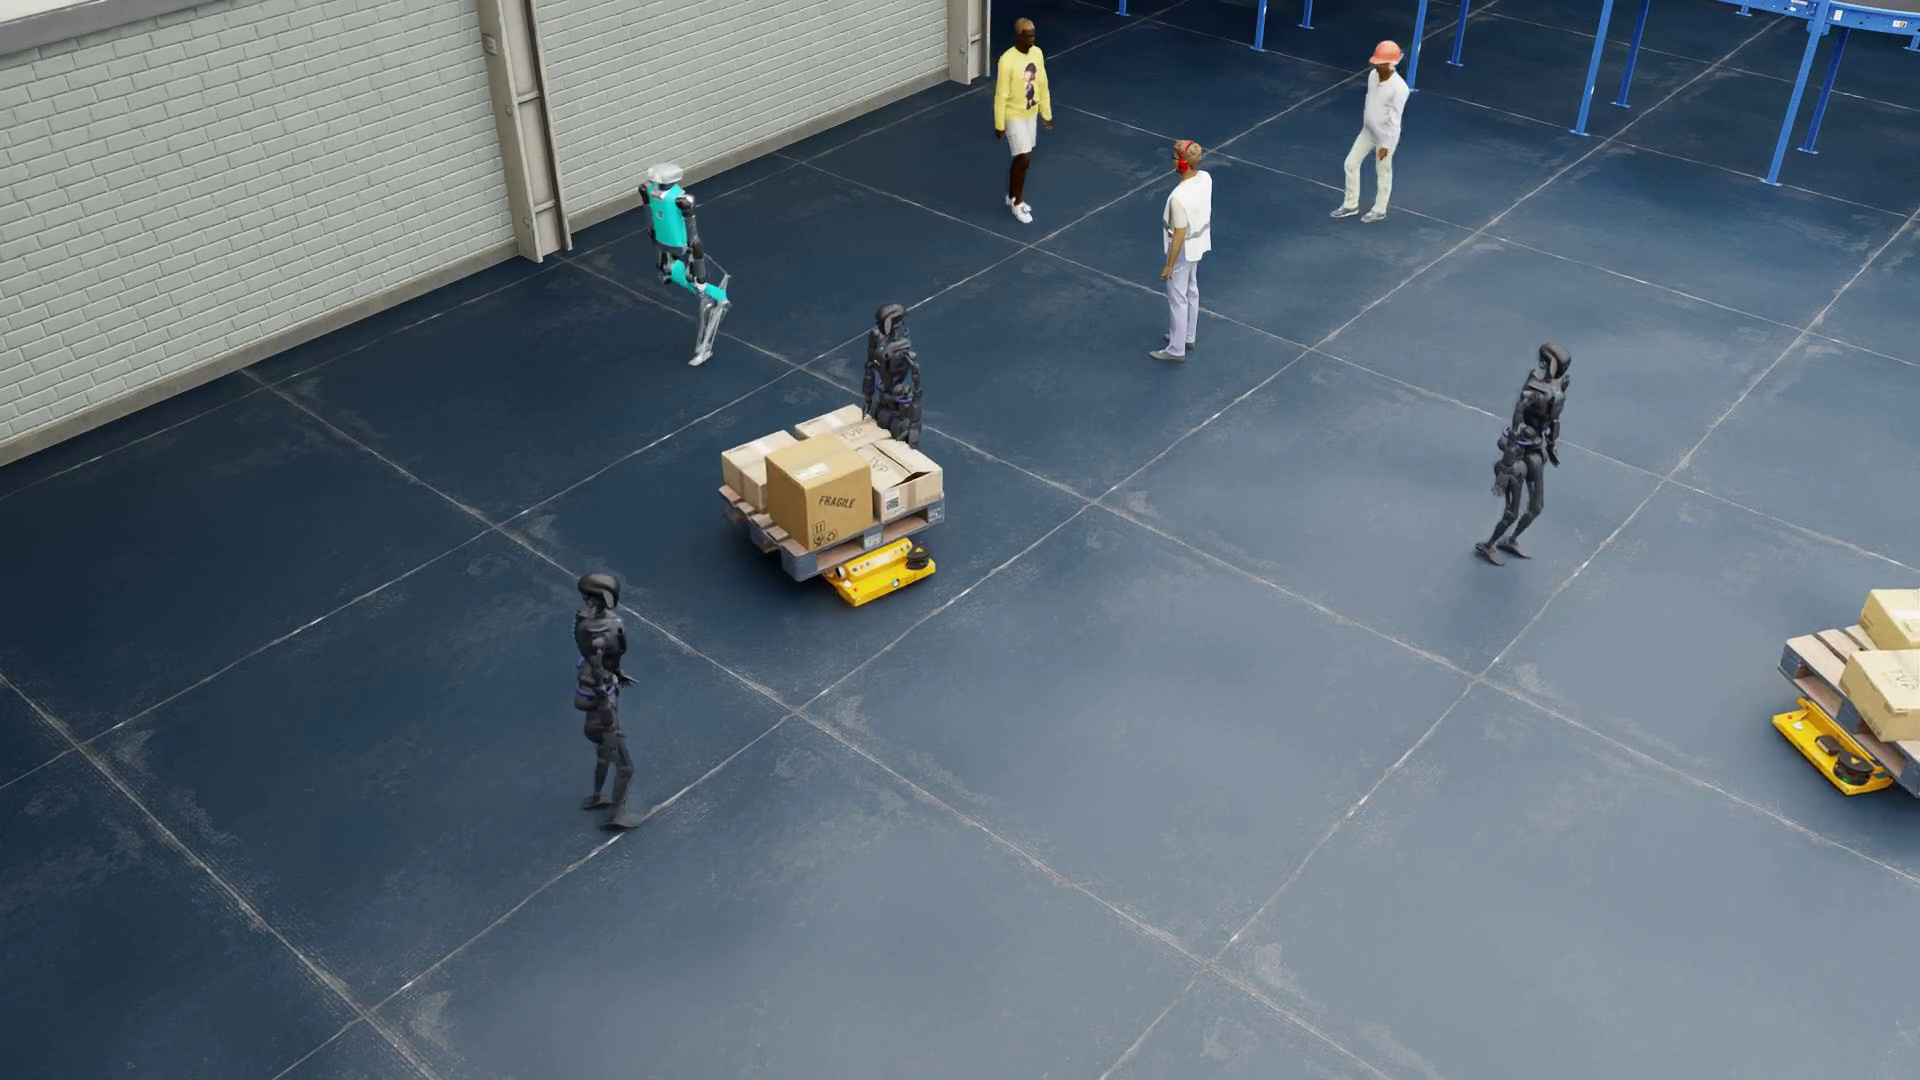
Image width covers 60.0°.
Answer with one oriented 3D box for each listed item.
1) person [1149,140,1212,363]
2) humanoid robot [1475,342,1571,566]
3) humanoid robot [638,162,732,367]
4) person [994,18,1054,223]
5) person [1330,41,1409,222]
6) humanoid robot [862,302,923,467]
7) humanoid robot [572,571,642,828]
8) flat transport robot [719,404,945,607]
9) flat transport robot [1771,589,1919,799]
[{"bbox_3d":[1.790,-2.285,13.237,0.374,1.843,0.569,18,39,23],"label":"person"},{"bbox_3d":[3.749,-0.559,10.956,0.614,1.639,0.379,-26,43,-32],"label":"humanoid robot"},{"bbox_3d":[-2.077,-2.185,13.250,0.543,1.856,0.746,23,41,29],"label":"humanoid robot"},{"bbox_3d":[0.638,-3.904,15.487,0.679,1.881,0.552,30,45,35],"label":"person"},{"bbox_3d":[3.800,-3.750,15.386,0.645,1.727,0.587,-14,38,-19],"label":"person"},{"bbox_3d":[-0.459,-0.886,11.410,0.321,1.648,0.613,-27,44,-33],"label":"humanoid robot"},{"bbox_3d":[-1.946,0.850,8.990,0.400,1.640,0.601,-4,36,-6],"label":"humanoid robot"},{"bbox_3d":[-0.853,-0.064,11.477,0.659,0.231,1.431,-23,42,-29],"label":"flat transport robot"},{"bbox_3d":[5.634,1.096,9.848,1.431,0.231,0.659,-10,37,-13],"label":"flat transport robot"}]
